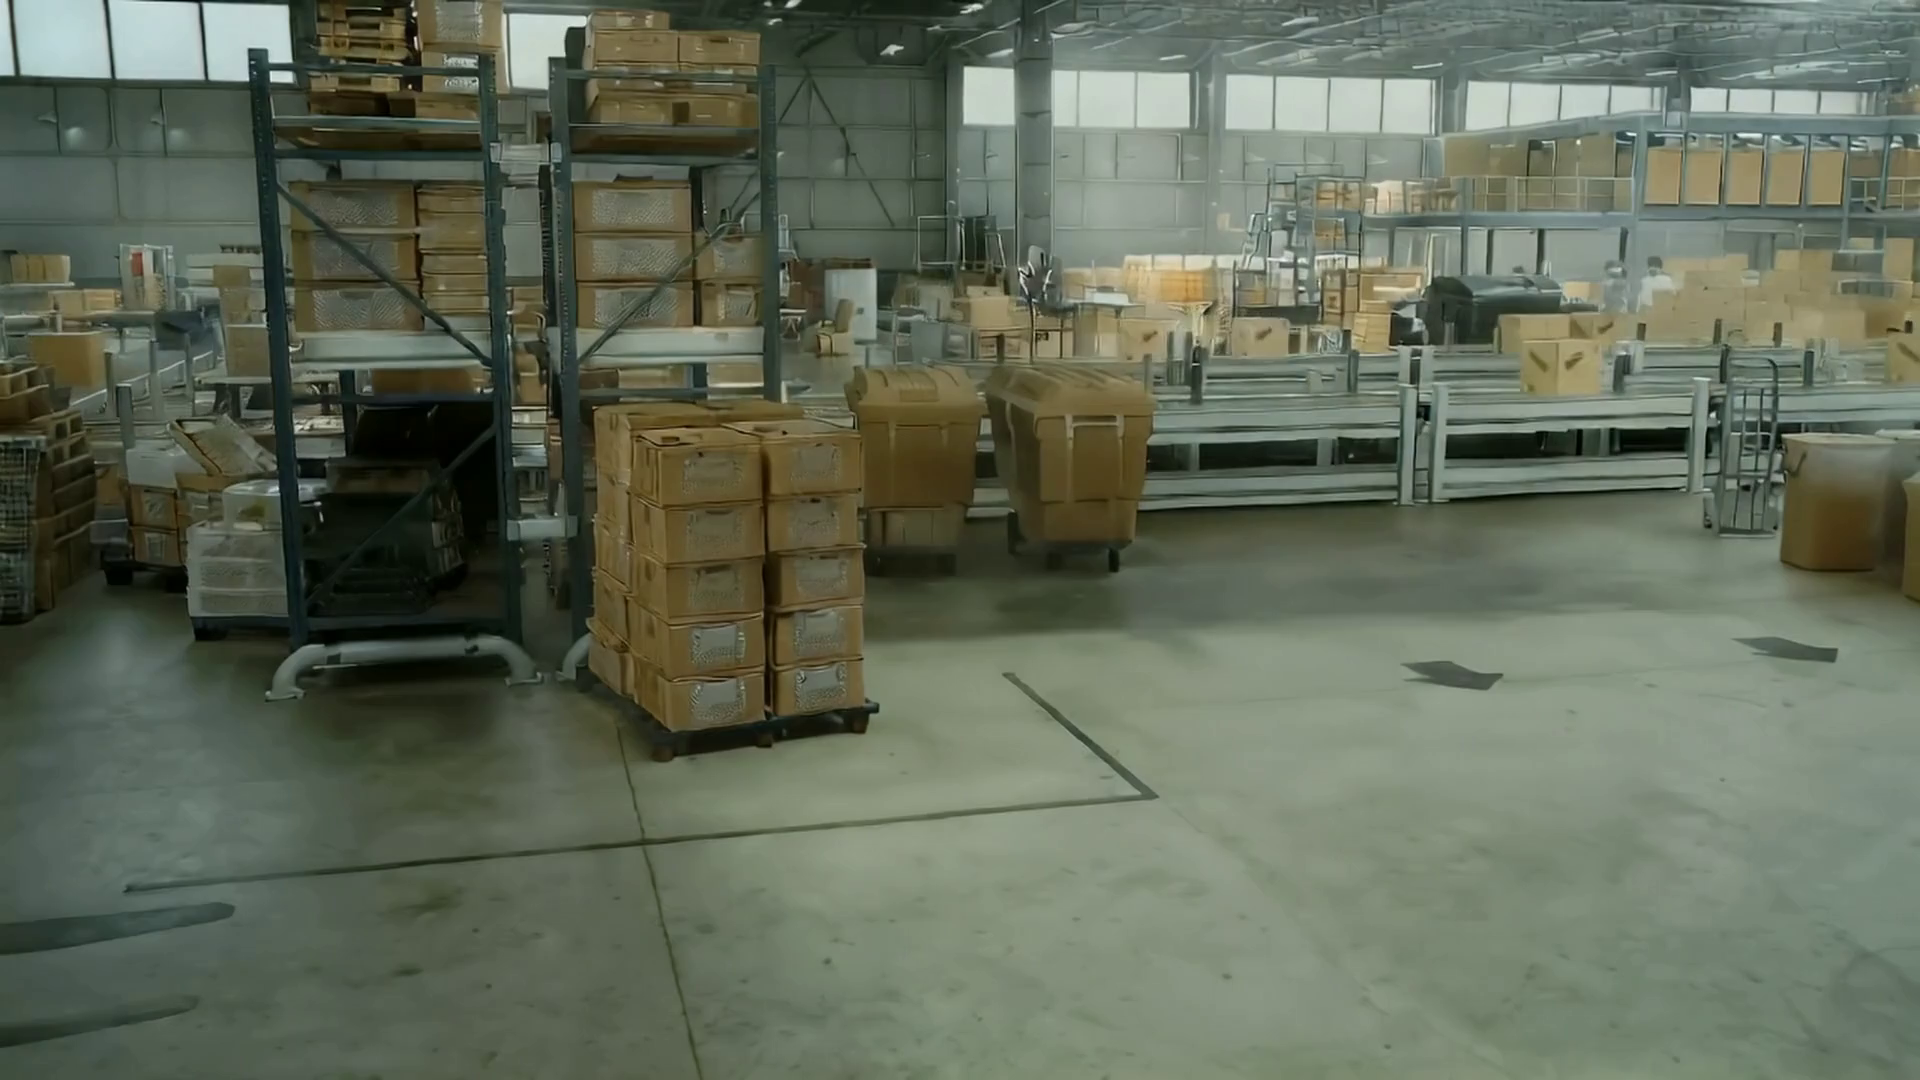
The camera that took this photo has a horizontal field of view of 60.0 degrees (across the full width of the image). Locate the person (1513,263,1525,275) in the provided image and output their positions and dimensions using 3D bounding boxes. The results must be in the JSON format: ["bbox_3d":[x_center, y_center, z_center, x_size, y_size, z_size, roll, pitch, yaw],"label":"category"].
[{"bbox_3d":[13.589,-5.869,40.457,0.480,1.723,0.406,-3,10,-16],"label":"person"}]

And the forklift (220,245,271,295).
[{"bbox_3d":[-17.749,-6.334,41.440,1.157,1.987,2.680,-3,10,-17],"label":"forklift"}]

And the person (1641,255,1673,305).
[{"bbox_3d":[11.739,-3.819,28.123,0.413,1.983,0.633,-5,11,-28],"label":"person"}]

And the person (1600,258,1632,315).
[{"bbox_3d":[11.723,-4.076,29.778,0.504,1.906,0.557,-6,12,-30],"label":"person"}]

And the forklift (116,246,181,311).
[{"bbox_3d":[-19.966,-6.232,40.894,1.157,1.987,2.680,-3,10,-15],"label":"forklift"}]

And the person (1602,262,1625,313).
[{"bbox_3d":[12.989,-4.620,33.125,0.615,1.815,0.472,-6,12,-30],"label":"person"}]

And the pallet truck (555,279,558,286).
[{"bbox_3d":[-10.604,-6.375,44.520,0.653,1.274,1.630,-3,10,-15],"label":"pallet truck"}]
